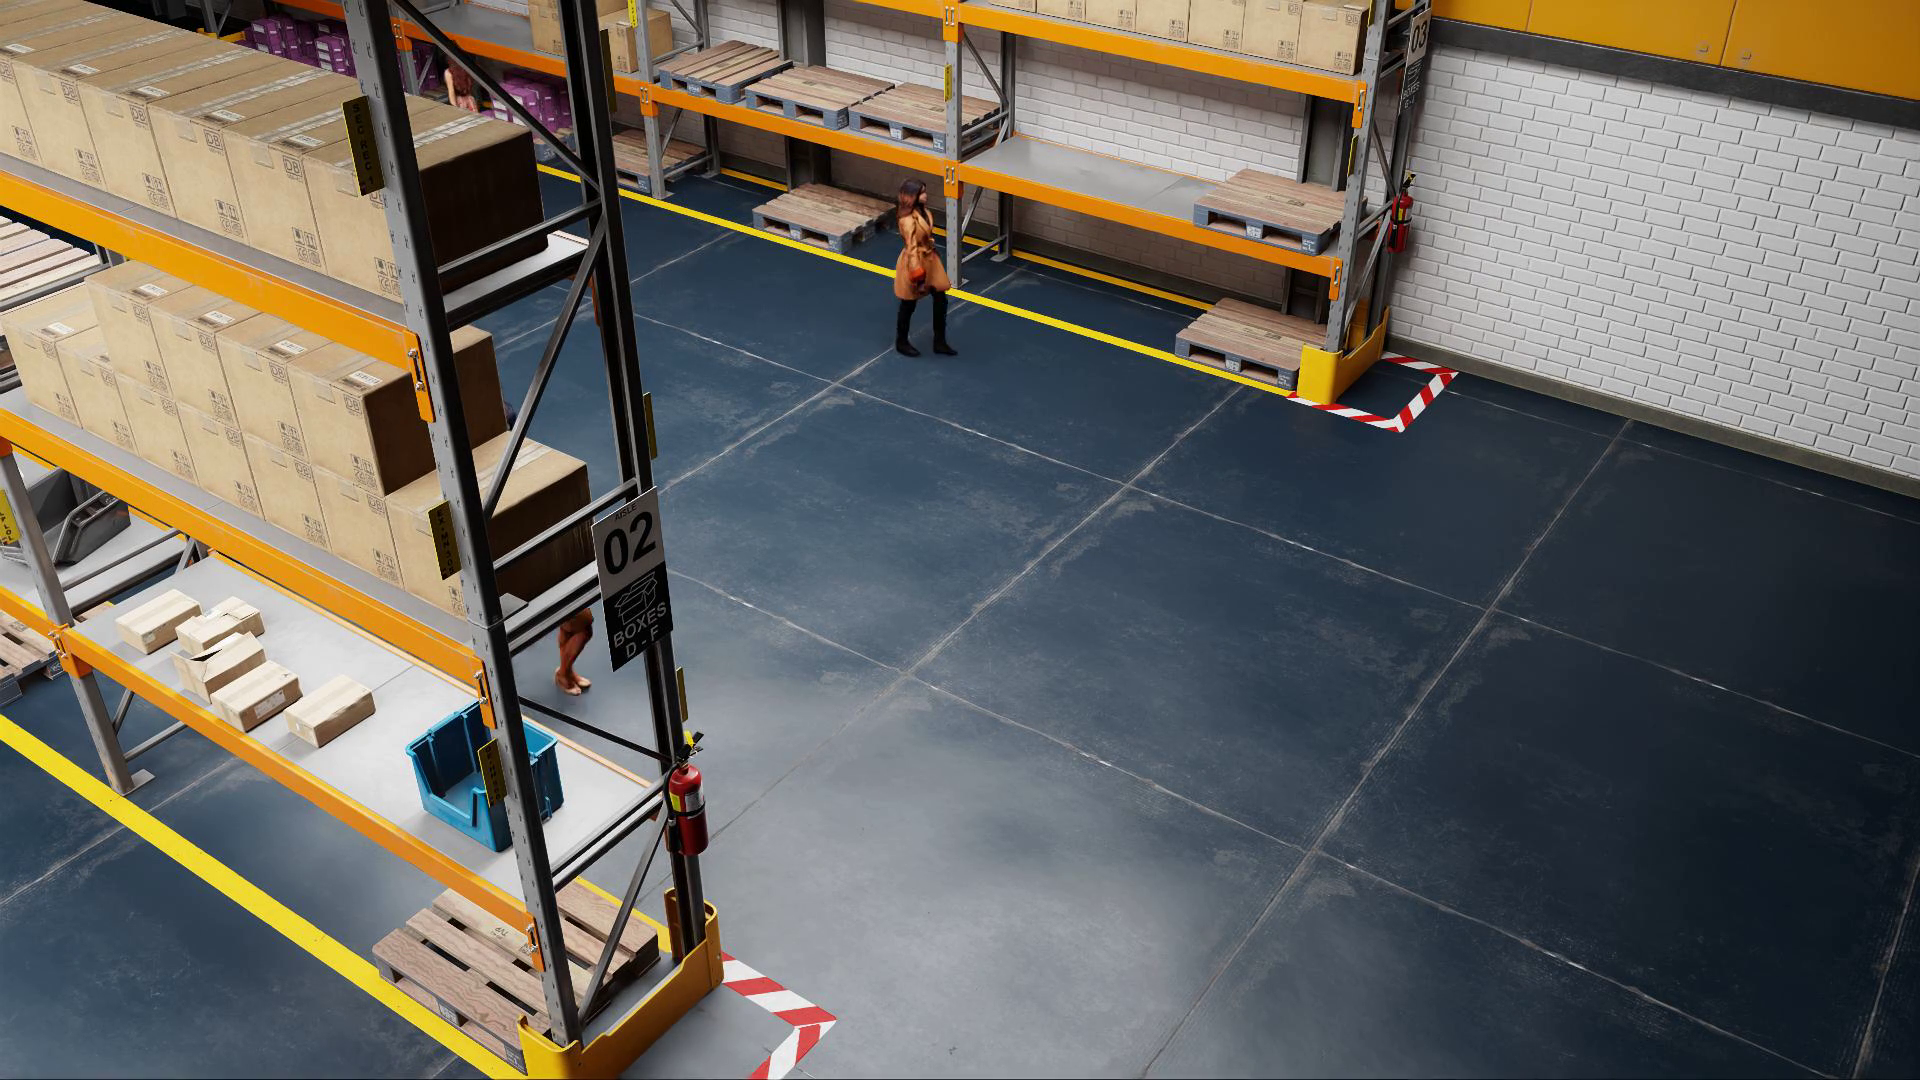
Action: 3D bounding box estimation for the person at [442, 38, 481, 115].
[{"bbox_3d":[-5.481,-4.805,18.573,1.085,1.528,0.536,20,39,27],"label":"person"}]

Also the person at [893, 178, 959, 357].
[{"bbox_3d":[-0.463,-2.400,14.797,0.871,1.702,0.775,15,37,22],"label":"person"}]
